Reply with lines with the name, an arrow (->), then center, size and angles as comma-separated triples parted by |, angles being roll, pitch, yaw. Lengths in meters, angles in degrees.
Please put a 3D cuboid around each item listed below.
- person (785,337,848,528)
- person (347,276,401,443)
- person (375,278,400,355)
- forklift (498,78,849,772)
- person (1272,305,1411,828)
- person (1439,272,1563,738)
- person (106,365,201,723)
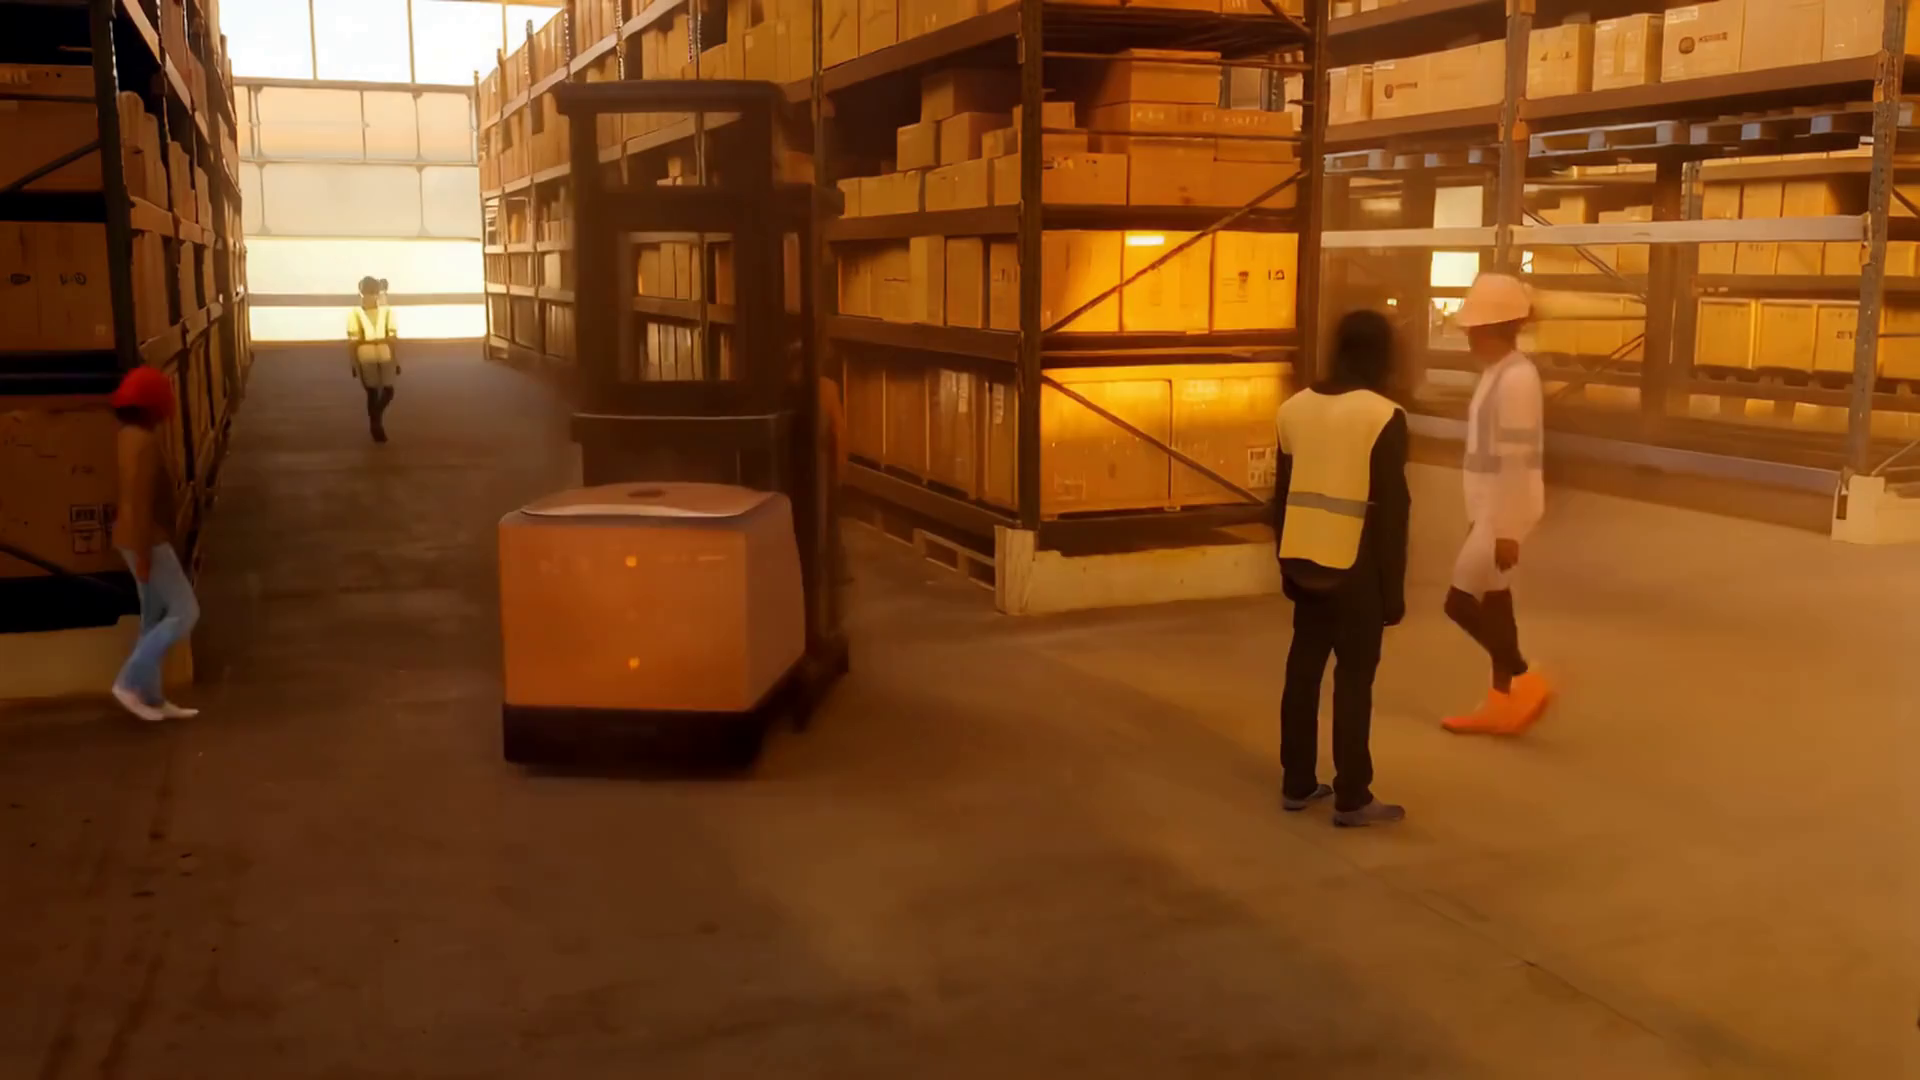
person -> -1.005, -0.486, 10.564 | 0.520, 1.613, 0.731 | -4, 10, -23
person -> -6.811, -2.100, 19.298 | 0.563, 1.923, 0.650 | -7, 12, -37
person -> -12.627, -4.892, 36.635 | 0.731, 1.721, 0.567 | -6, 11, -31
forklift -> -1.219, -0.571, 7.283 | 1.129, 2.768, 1.873 | 1, 10, 7
person -> 1.396, 0.100, 6.150 | 0.391, 1.916, 0.590 | -7, 12, -35
person -> 2.270, -0.109, 7.060 | 0.447, 2.028, 0.686 | 2, 10, 11
person -> -3.593, 0.031, 7.443 | 0.343, 1.618, 0.500 | -5, 11, -26
